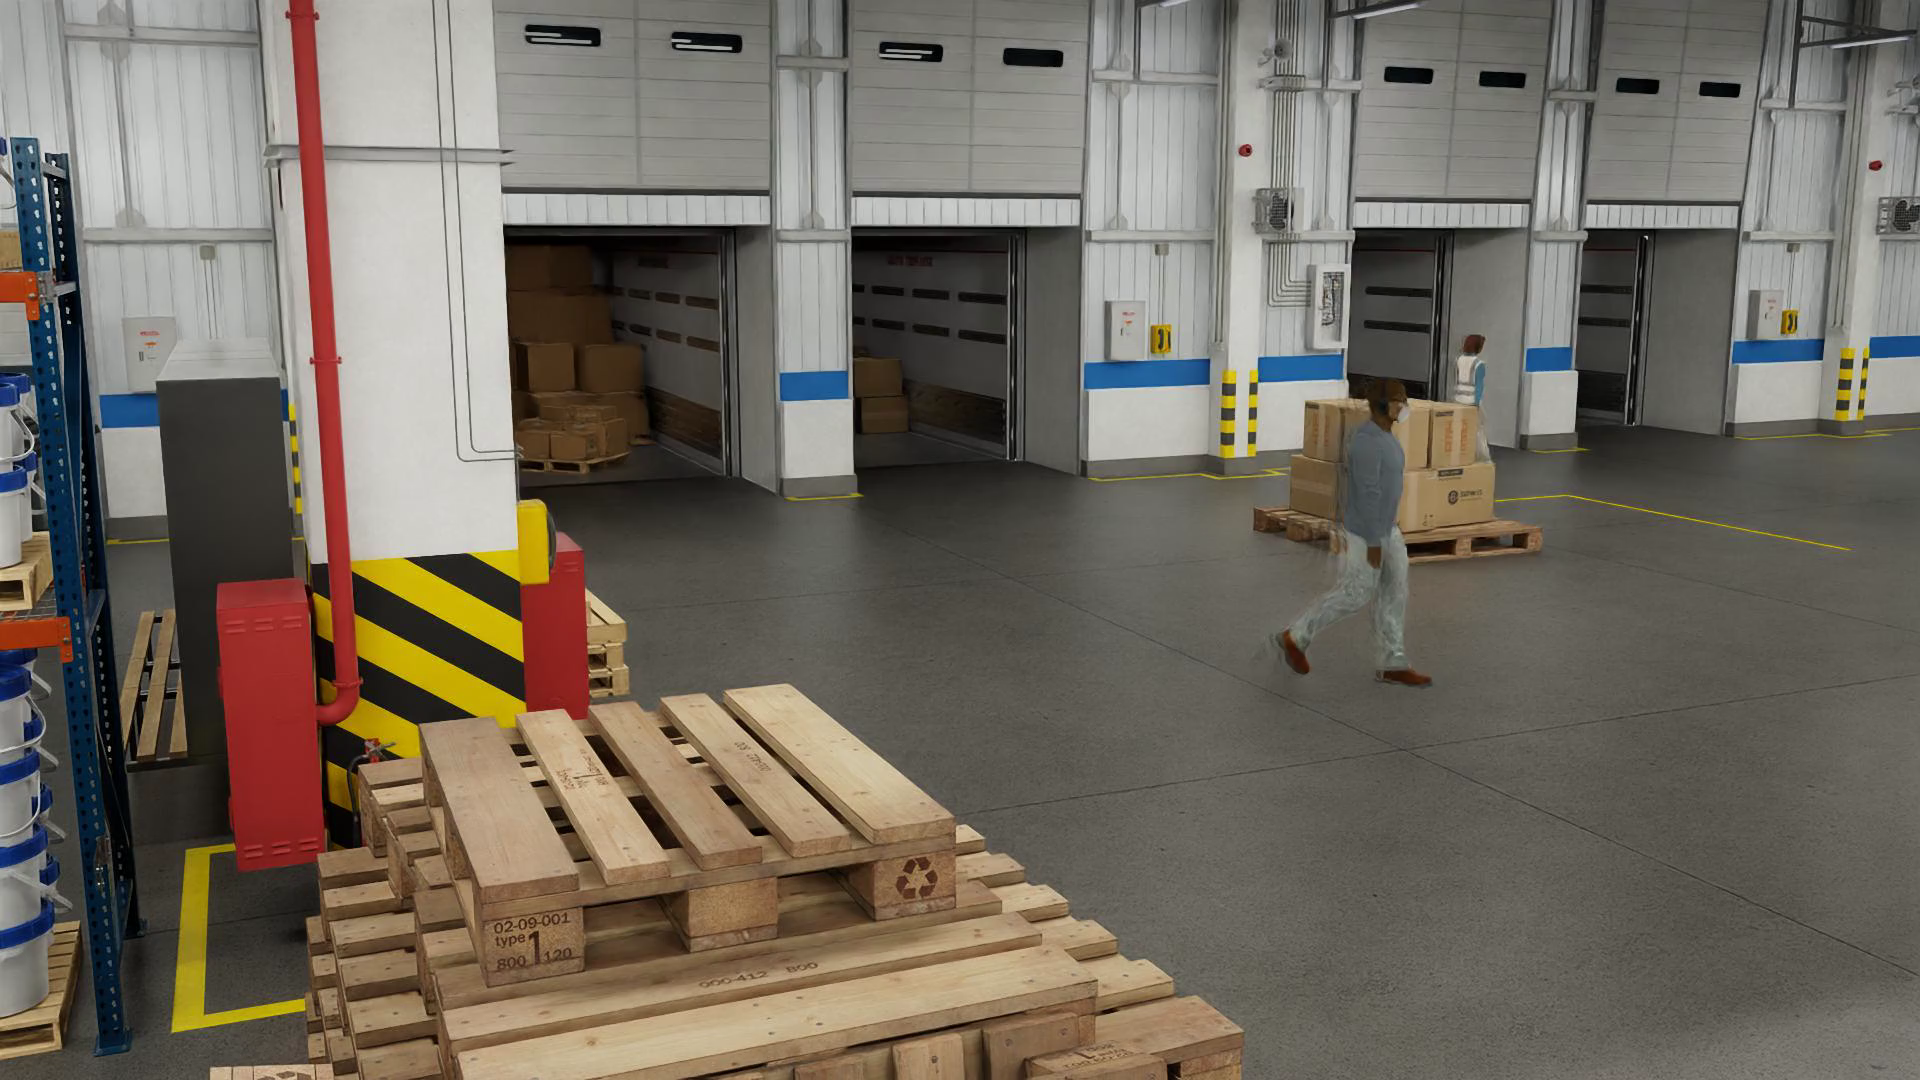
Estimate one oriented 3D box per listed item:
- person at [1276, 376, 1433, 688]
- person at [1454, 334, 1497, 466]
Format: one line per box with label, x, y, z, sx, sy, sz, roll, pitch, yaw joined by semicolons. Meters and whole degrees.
person;2.437;-0.051;10.148;0.877;1.916;0.626;6;12;29
person;6.033;-1.655;19.811;0.830;1.604;0.510;-5;11;-24
